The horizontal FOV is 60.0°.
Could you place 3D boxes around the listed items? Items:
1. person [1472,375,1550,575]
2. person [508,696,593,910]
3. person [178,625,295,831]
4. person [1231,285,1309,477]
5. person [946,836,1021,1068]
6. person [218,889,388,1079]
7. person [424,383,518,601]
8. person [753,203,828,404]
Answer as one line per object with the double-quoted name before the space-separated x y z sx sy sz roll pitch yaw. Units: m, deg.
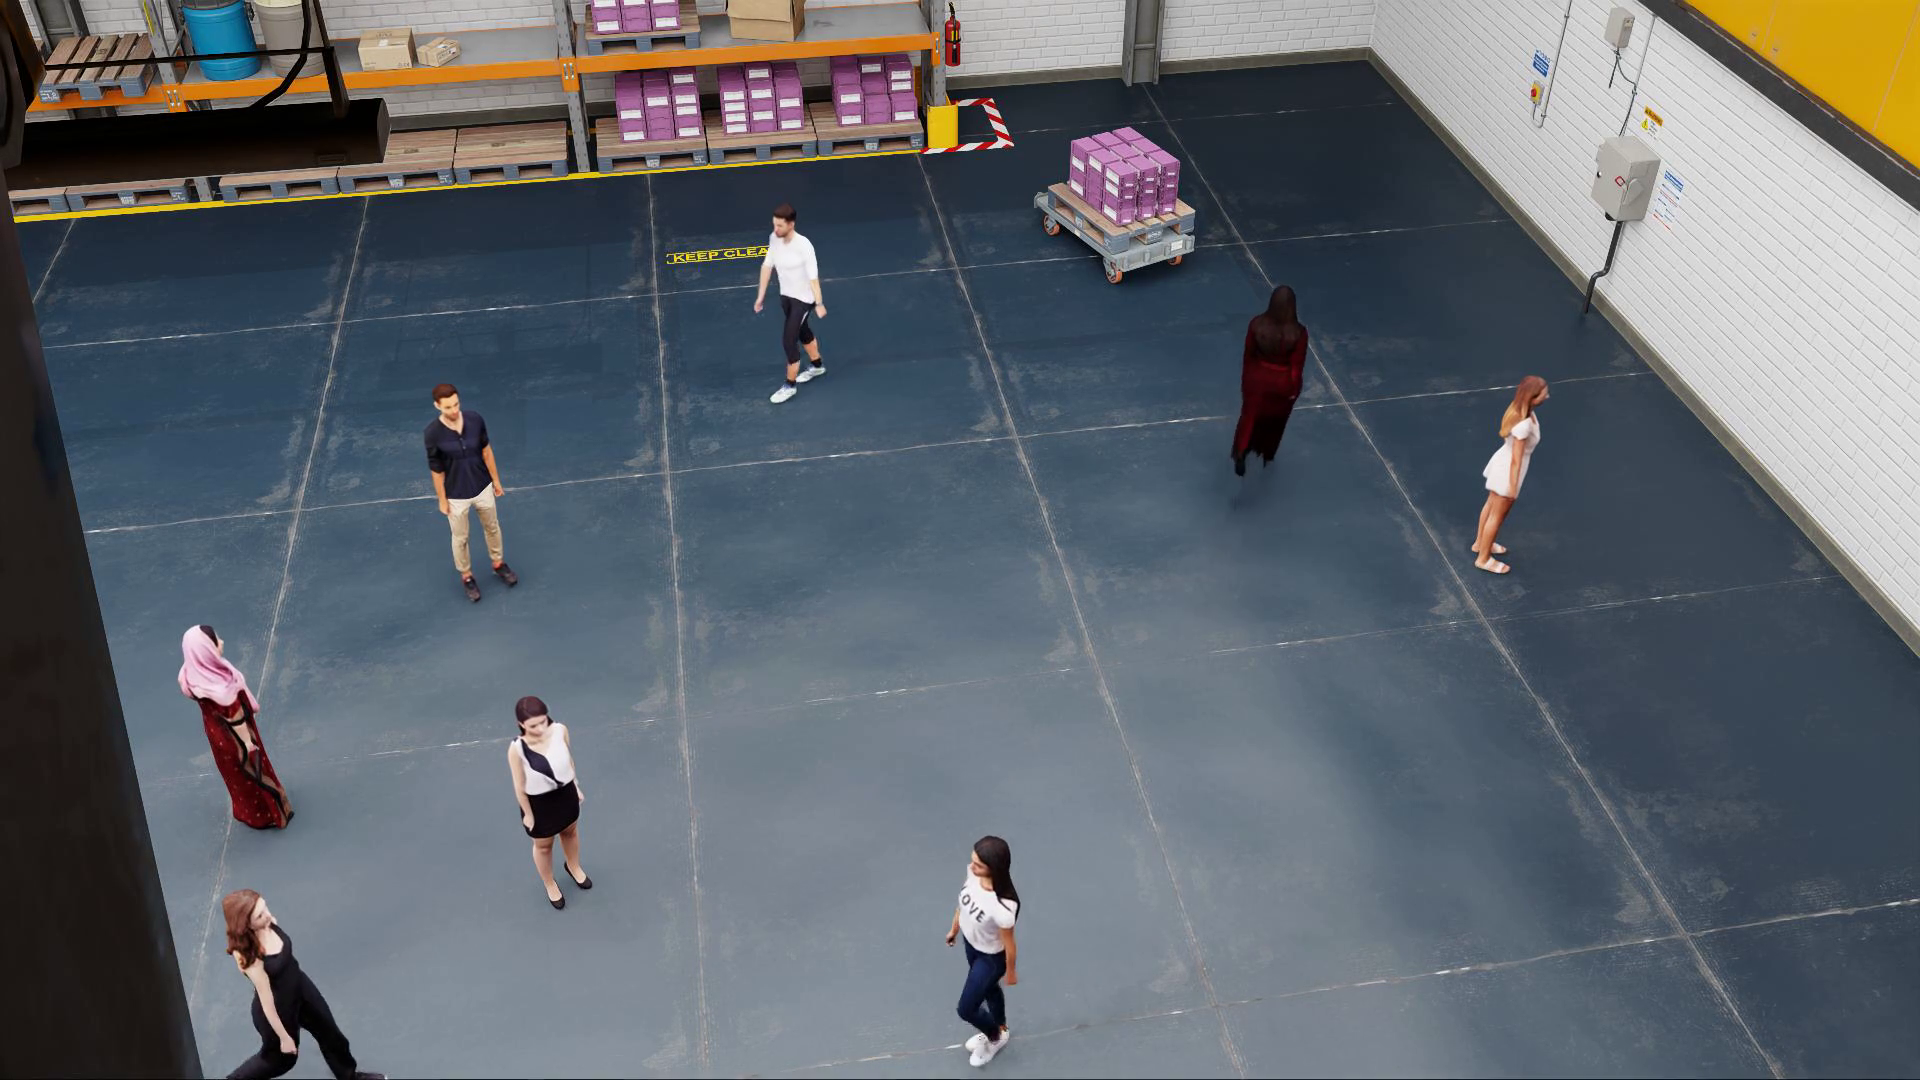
"person" 4.155 -0.528 12.615 0.673 1.696 0.651 8 39 10
"person" -2.473 1.566 10.029 0.607 1.649 0.694 -32 48 -33
"person" -4.612 1.183 10.518 0.775 1.638 0.759 -29 47 -31
"person" 2.501 -1.223 13.448 0.967 1.742 0.981 16 41 19
"person" 0.222 2.219 9.121 0.638 1.763 0.645 -14 41 -16
"person" -3.698 2.476 8.834 1.119 1.719 0.643 -3 39 -4
"person" -3.656 -0.389 12.313 0.634 1.855 0.765 -26 46 -29
"person" -1.365 -2.165 14.562 1.086 1.823 0.961 -30 47 -32
